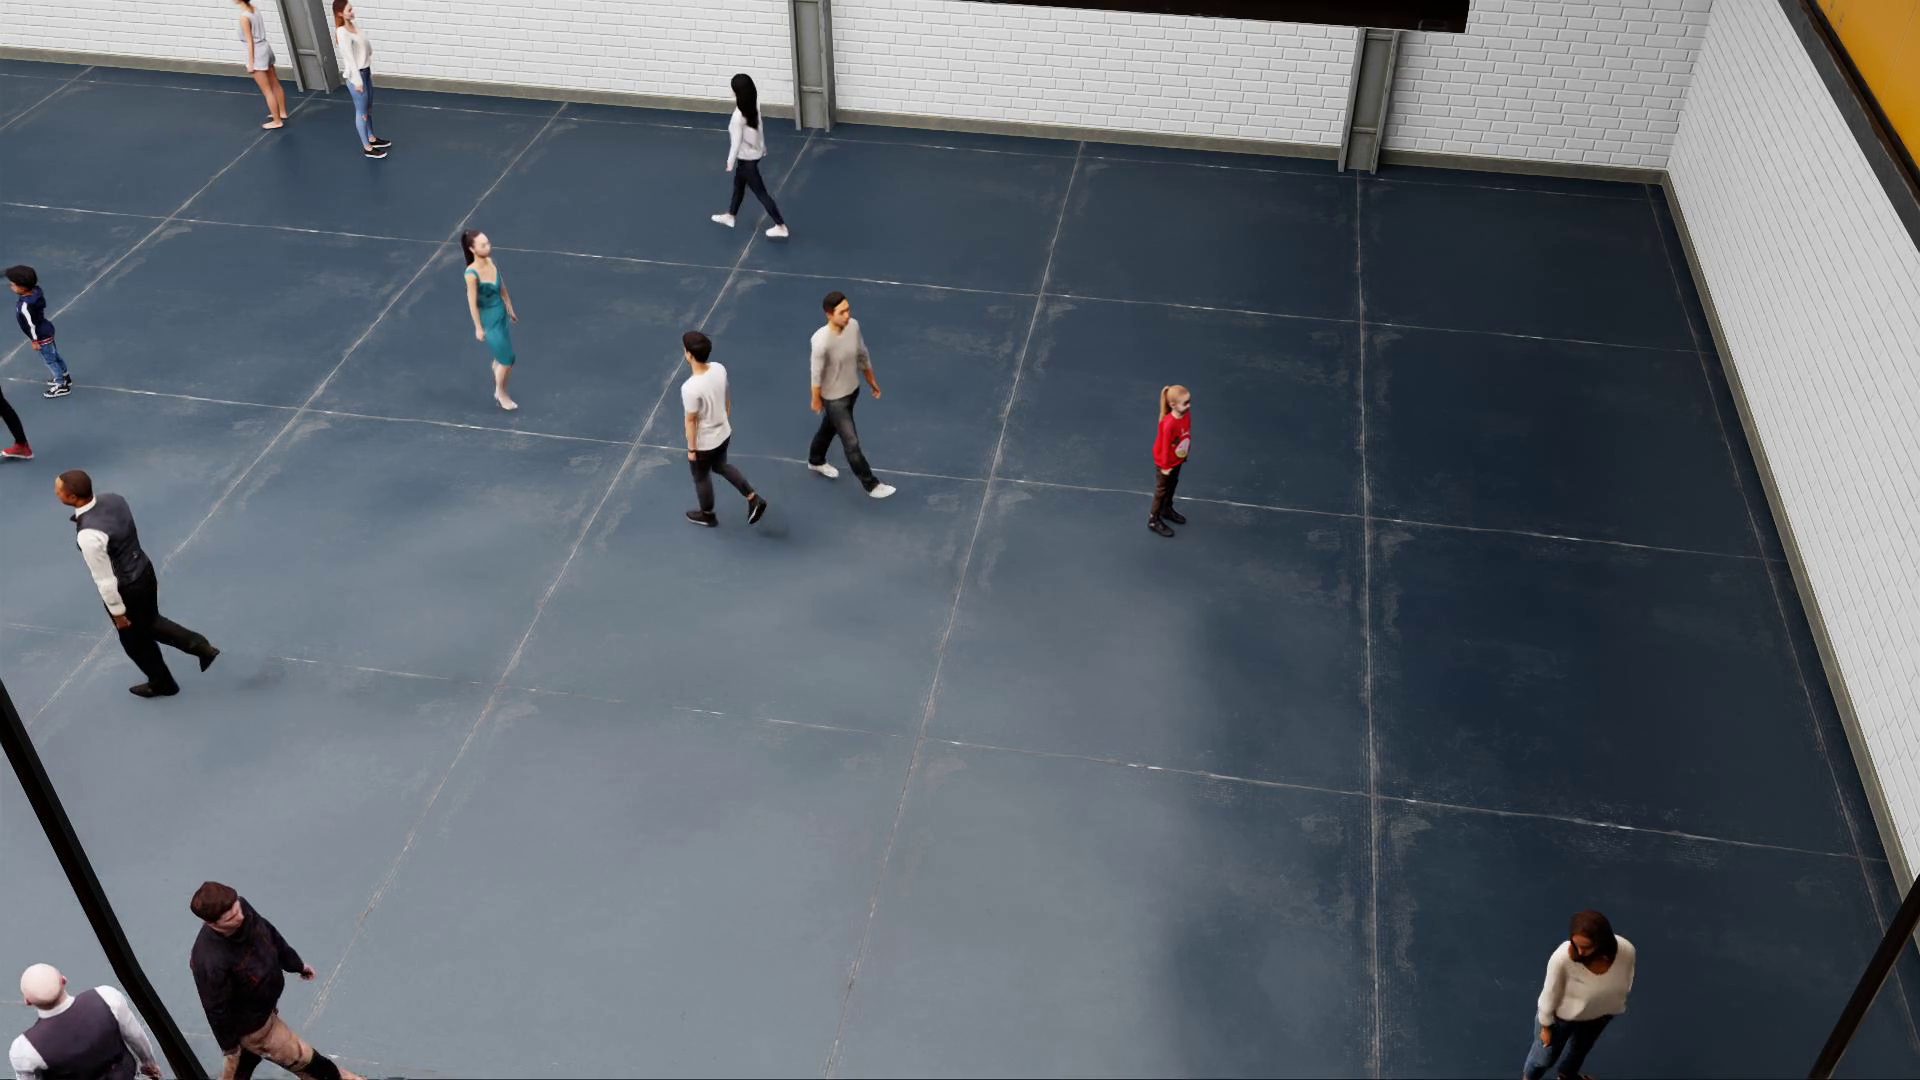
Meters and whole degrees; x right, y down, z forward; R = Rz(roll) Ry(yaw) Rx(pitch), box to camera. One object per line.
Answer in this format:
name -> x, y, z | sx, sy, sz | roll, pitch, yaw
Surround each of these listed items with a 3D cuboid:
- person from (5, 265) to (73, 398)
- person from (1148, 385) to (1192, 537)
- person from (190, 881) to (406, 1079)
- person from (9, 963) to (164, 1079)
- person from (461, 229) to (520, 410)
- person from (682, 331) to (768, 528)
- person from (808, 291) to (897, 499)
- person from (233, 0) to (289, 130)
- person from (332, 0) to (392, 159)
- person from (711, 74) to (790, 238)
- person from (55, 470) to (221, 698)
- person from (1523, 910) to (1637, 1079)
person -> -7.841, -1.792, 14.161 | 0.604, 1.222, 0.588 | -9, 39, -11
person -> 1.599, -0.622, 12.648 | 0.595, 1.282, 0.561 | 26, 45, 29
person -> -3.670, 2.378, 8.425 | 1.305, 1.863, 0.957 | -5, 39, -7
person -> -4.092, 2.741, 8.035 | 1.247, 1.784, 1.009 | 22, 44, 25
person -> -3.950, -1.814, 13.823 | 0.605, 1.677, 0.609 | 12, 40, 15
person -> -1.821, -0.779, 12.508 | 0.999, 1.701, 0.807 | 16, 41, 19
person -> -1.020, -1.175, 12.951 | 1.237, 1.767, 0.938 | 21, 43, 24
person -> -7.707, -5.351, 18.287 | 0.558, 1.632, 0.599 | 0, 39, 0
person -> -6.409, -4.930, 17.713 | 0.611, 1.692, 0.657 | -1, 39, -1
person -> -1.977, -3.687, 16.186 | 1.107, 1.655, 0.710 | 11, 40, 13
person -> -5.415, 0.304, 10.993 | 0.947, 1.899, 0.778 | 0, 39, 0
person -> 3.230, 2.393, 8.577 | 0.625, 1.649, 0.857 | -13, 40, -16
